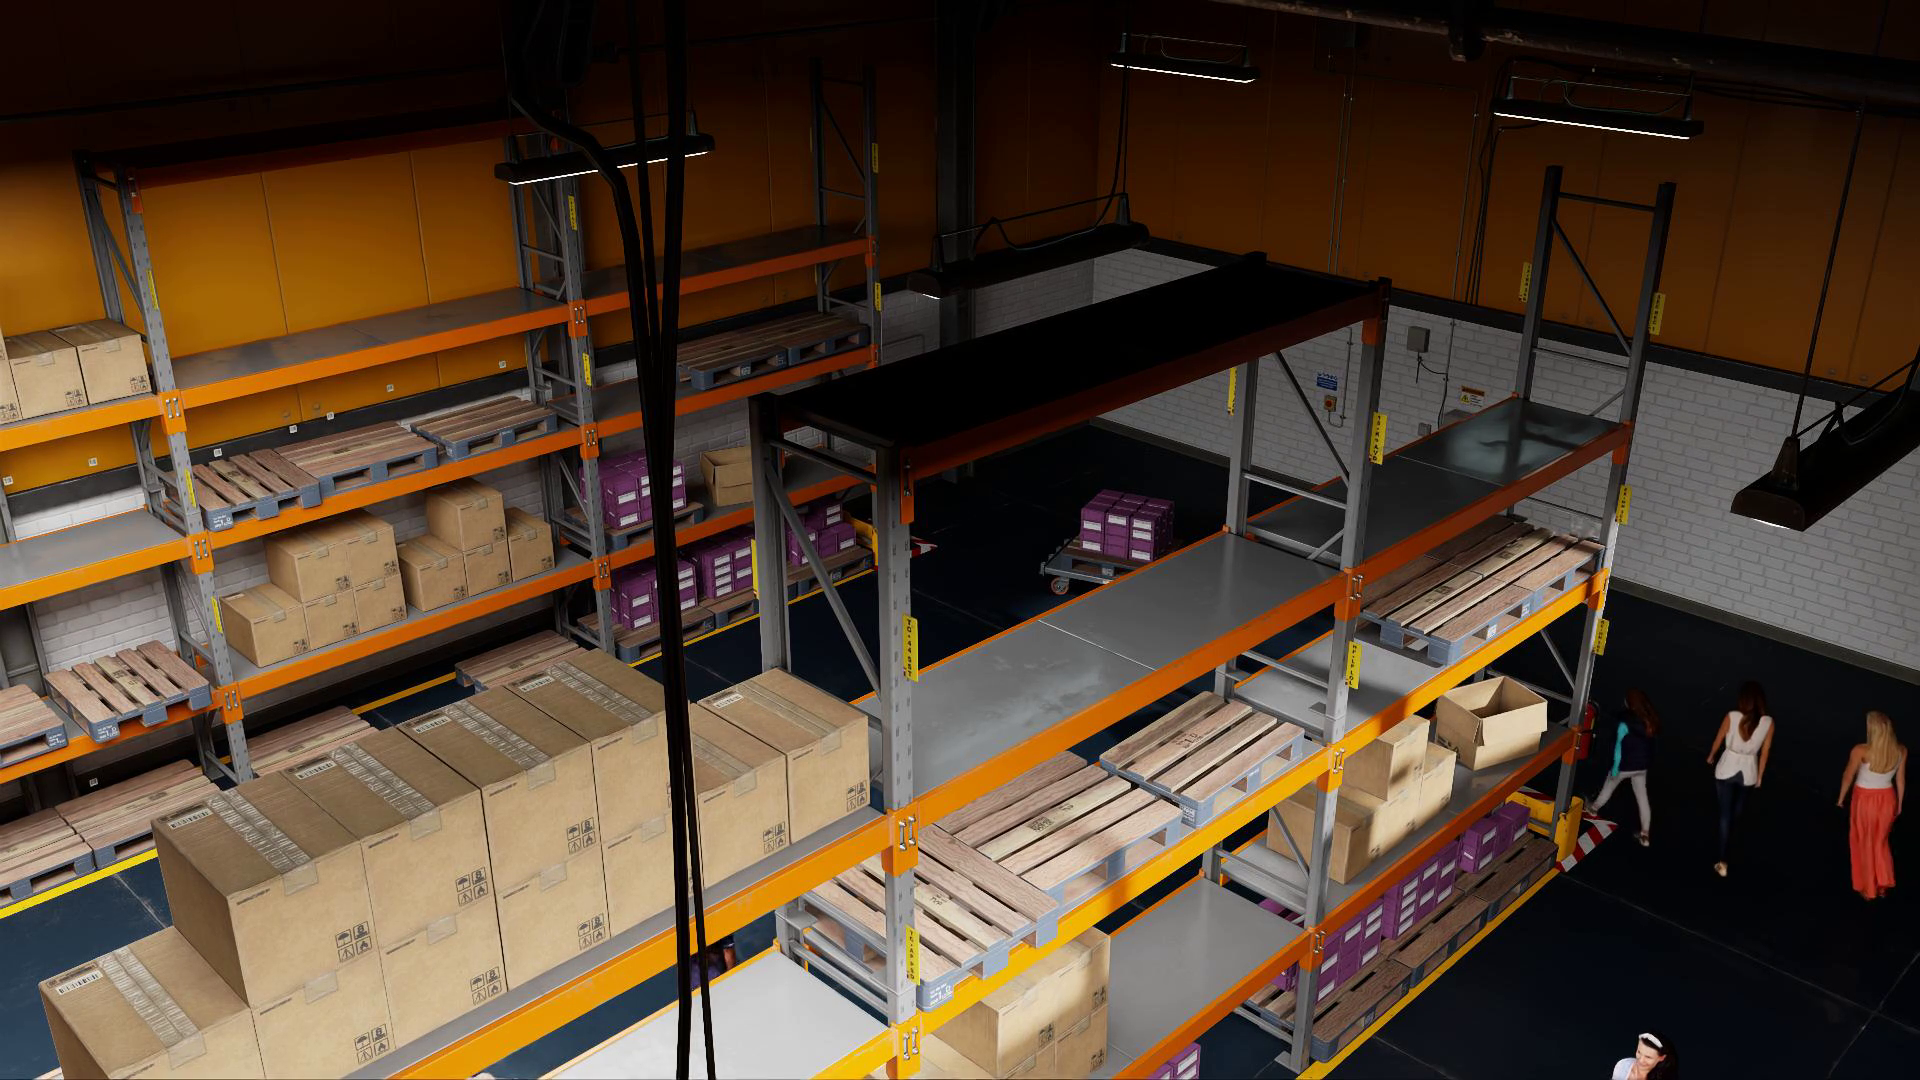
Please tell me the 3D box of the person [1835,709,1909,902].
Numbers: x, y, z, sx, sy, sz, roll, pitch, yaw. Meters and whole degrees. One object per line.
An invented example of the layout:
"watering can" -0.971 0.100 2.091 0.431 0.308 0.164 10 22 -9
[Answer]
"person" 7.641 2.293 13.914 0.869 1.774 0.929 4 24 9

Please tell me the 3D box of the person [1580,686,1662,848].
"person" 6.039 2.055 14.863 1.026 1.449 0.949 -7 24 -15

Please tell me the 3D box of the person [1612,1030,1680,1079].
"person" 4.186 3.804 10.400 0.697 1.818 0.718 20 30 37

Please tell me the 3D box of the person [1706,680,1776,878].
"person" 6.731 2.098 14.406 0.977 1.737 1.150 5 24 11
